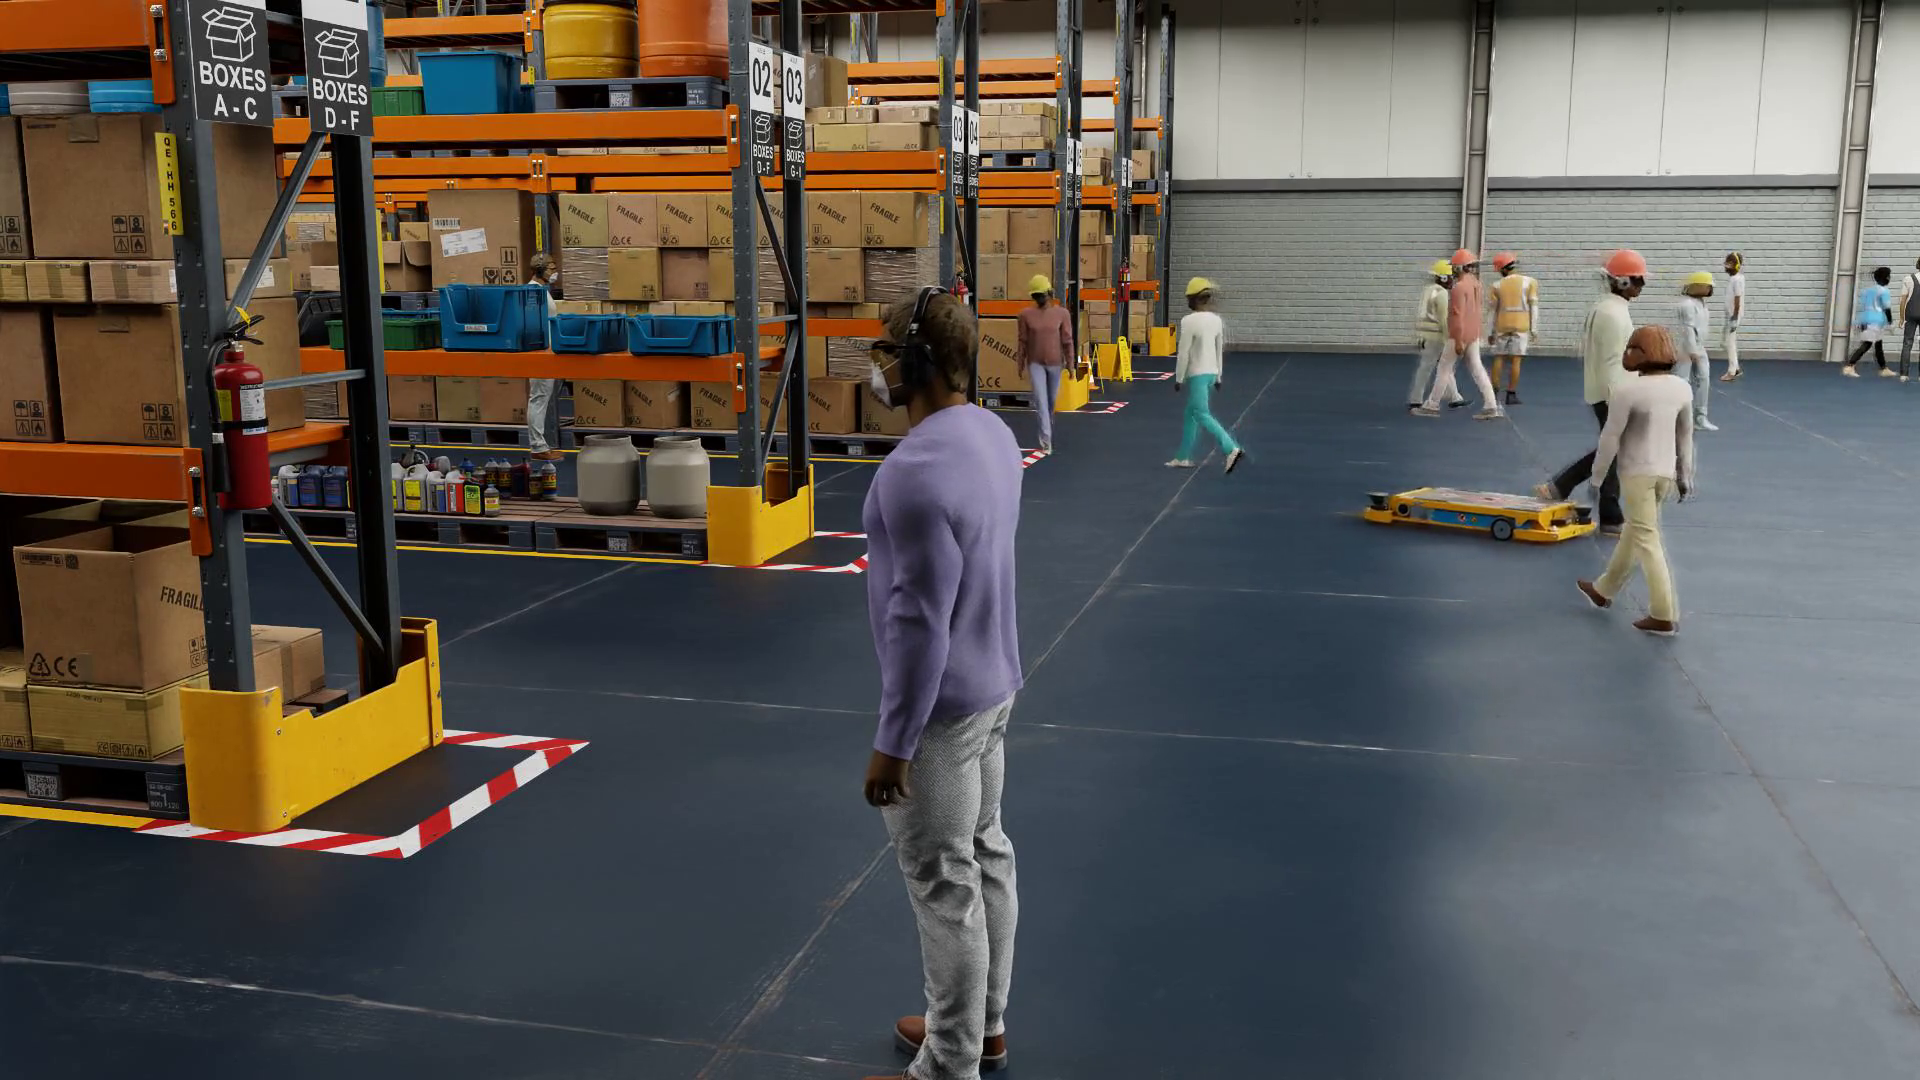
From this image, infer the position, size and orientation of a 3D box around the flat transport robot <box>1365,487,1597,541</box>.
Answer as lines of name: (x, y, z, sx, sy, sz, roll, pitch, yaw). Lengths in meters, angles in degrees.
flat transport robot: (3.662, -0.199, 11.742, 1.431, 0.197, 0.652, 9, 14, 41)

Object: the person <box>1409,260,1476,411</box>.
person: (5.774, -2.404, 19.729, 0.881, 1.789, 0.613, 1, 10, 5)

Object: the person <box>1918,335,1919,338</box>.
person: (14.902, -3.417, 25.267, 0.638, 1.831, 0.462, -5, 11, -24)

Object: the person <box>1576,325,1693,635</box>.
person: (3.560, -0.338, 8.828, 0.523, 1.585, 0.825, -4, 11, -22)

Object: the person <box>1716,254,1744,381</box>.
person: (11.223, -3.216, 24.126, 0.464, 1.843, 0.589, 2, 10, 9)

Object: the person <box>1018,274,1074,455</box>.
person: (0.823, -1.716, 16.116, 0.539, 1.722, 0.762, 0, 10, 0)

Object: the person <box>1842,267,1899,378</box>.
person: (13.559, -3.222, 24.687, 0.895, 1.646, 0.534, 0, 10, 2)

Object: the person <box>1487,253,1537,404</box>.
person: (6.846, -2.613, 20.680, 0.590, 1.887, 0.382, 5, 11, 25)

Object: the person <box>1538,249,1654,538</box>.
person: (4.414, -0.996, 11.421, 0.618, 1.981, 0.635, 3, 11, 16)

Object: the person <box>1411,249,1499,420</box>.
person: (5.757, -2.343, 19.020, 1.041, 1.940, 0.633, 9, 14, 41)

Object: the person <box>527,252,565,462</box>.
person: (-3.865, -1.679, 15.348, 0.356, 1.933, 0.628, -3, 11, -16)

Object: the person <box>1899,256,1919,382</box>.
person: (13.820, -3.192, 23.963, 0.513, 1.844, 0.328, 9, 14, 41)

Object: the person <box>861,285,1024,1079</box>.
person: (-0.050, 0.389, 3.864, 0.370, 1.941, 0.627, 3, 11, 18)

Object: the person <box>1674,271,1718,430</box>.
person: (7.881, -2.065, 18.062, 0.479, 1.717, 0.741, -8, 13, -37)

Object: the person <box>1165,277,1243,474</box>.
person: (2.184, -1.453, 14.701, 0.845, 1.734, 0.528, 10, 14, 43)
